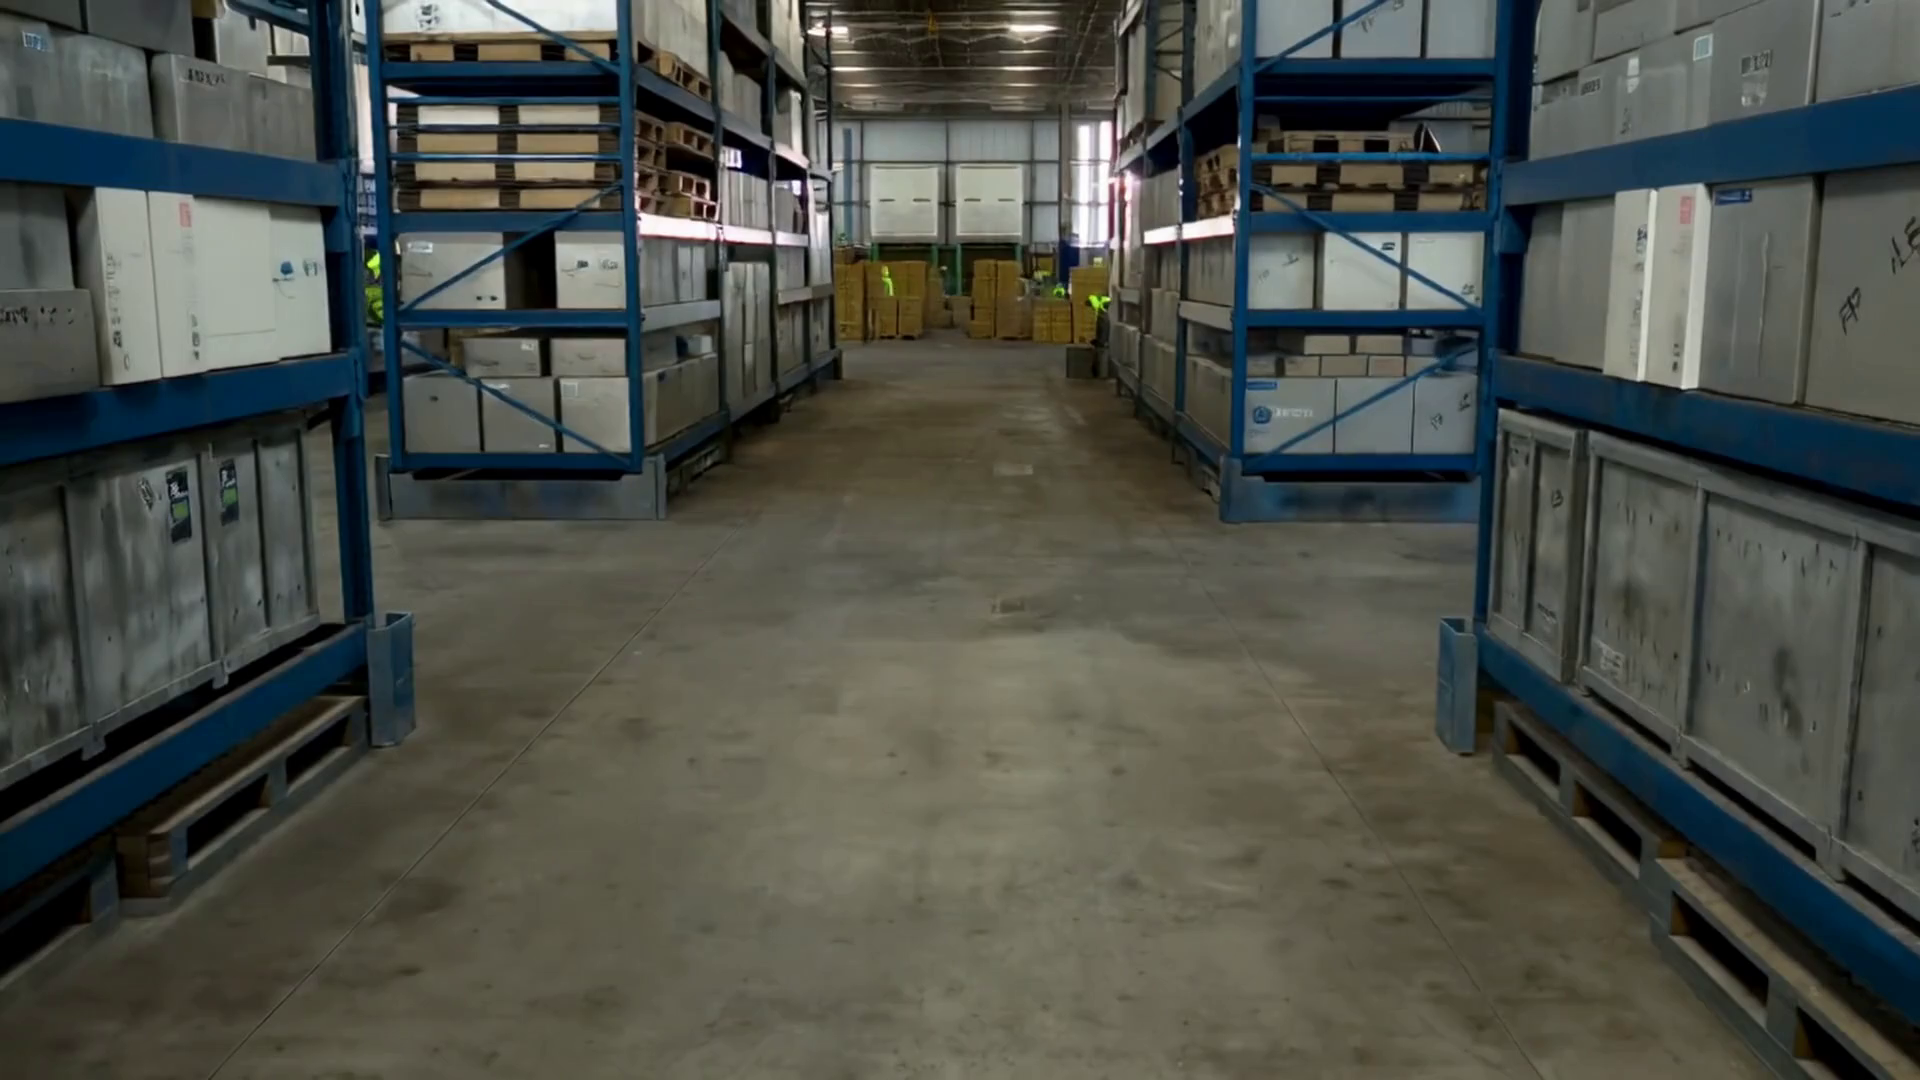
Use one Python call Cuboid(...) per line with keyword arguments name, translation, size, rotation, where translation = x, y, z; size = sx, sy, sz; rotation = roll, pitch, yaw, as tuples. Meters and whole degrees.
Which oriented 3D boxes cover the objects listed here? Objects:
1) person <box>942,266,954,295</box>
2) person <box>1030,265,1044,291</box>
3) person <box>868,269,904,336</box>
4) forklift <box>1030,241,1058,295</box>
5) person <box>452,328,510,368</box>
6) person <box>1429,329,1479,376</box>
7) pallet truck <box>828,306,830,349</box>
Cuboid(name="person", translation=(-0.588, -9.220, 61.768), size=(0.652, 1.880, 1.017), rotation=(6, 11, 30))
Cuboid(name="person", translation=(2.676, -8.886, 59.699), size=(0.905, 1.900, 0.654), rotation=(5, 11, 27))
Cuboid(name="person", translation=(-1.953, -6.481, 45.469), size=(1.021, 1.862, 0.598), rotation=(1, 9, 4))
Cuboid(name="forklift", translation=(3.226, -10.111, 64.124), size=(1.129, 2.768, 1.873), rotation=(0, 9, 1))
Cuboid(name="person", translation=(-5.836, -2.280, 20.312), size=(0.698, 1.840, 0.942), rotation=(0, 9, -2))
Cuboid(name="person", translation=(5.193, -1.845, 17.275), size=(0.634, 1.985, 1.031), rotation=(0, 9, 1))
Cuboid(name="pallet truck", translation=(-3.100, -3.940, 29.800), size=(1.885, 1.965, 0.823), rotation=(3, 10, 19))
